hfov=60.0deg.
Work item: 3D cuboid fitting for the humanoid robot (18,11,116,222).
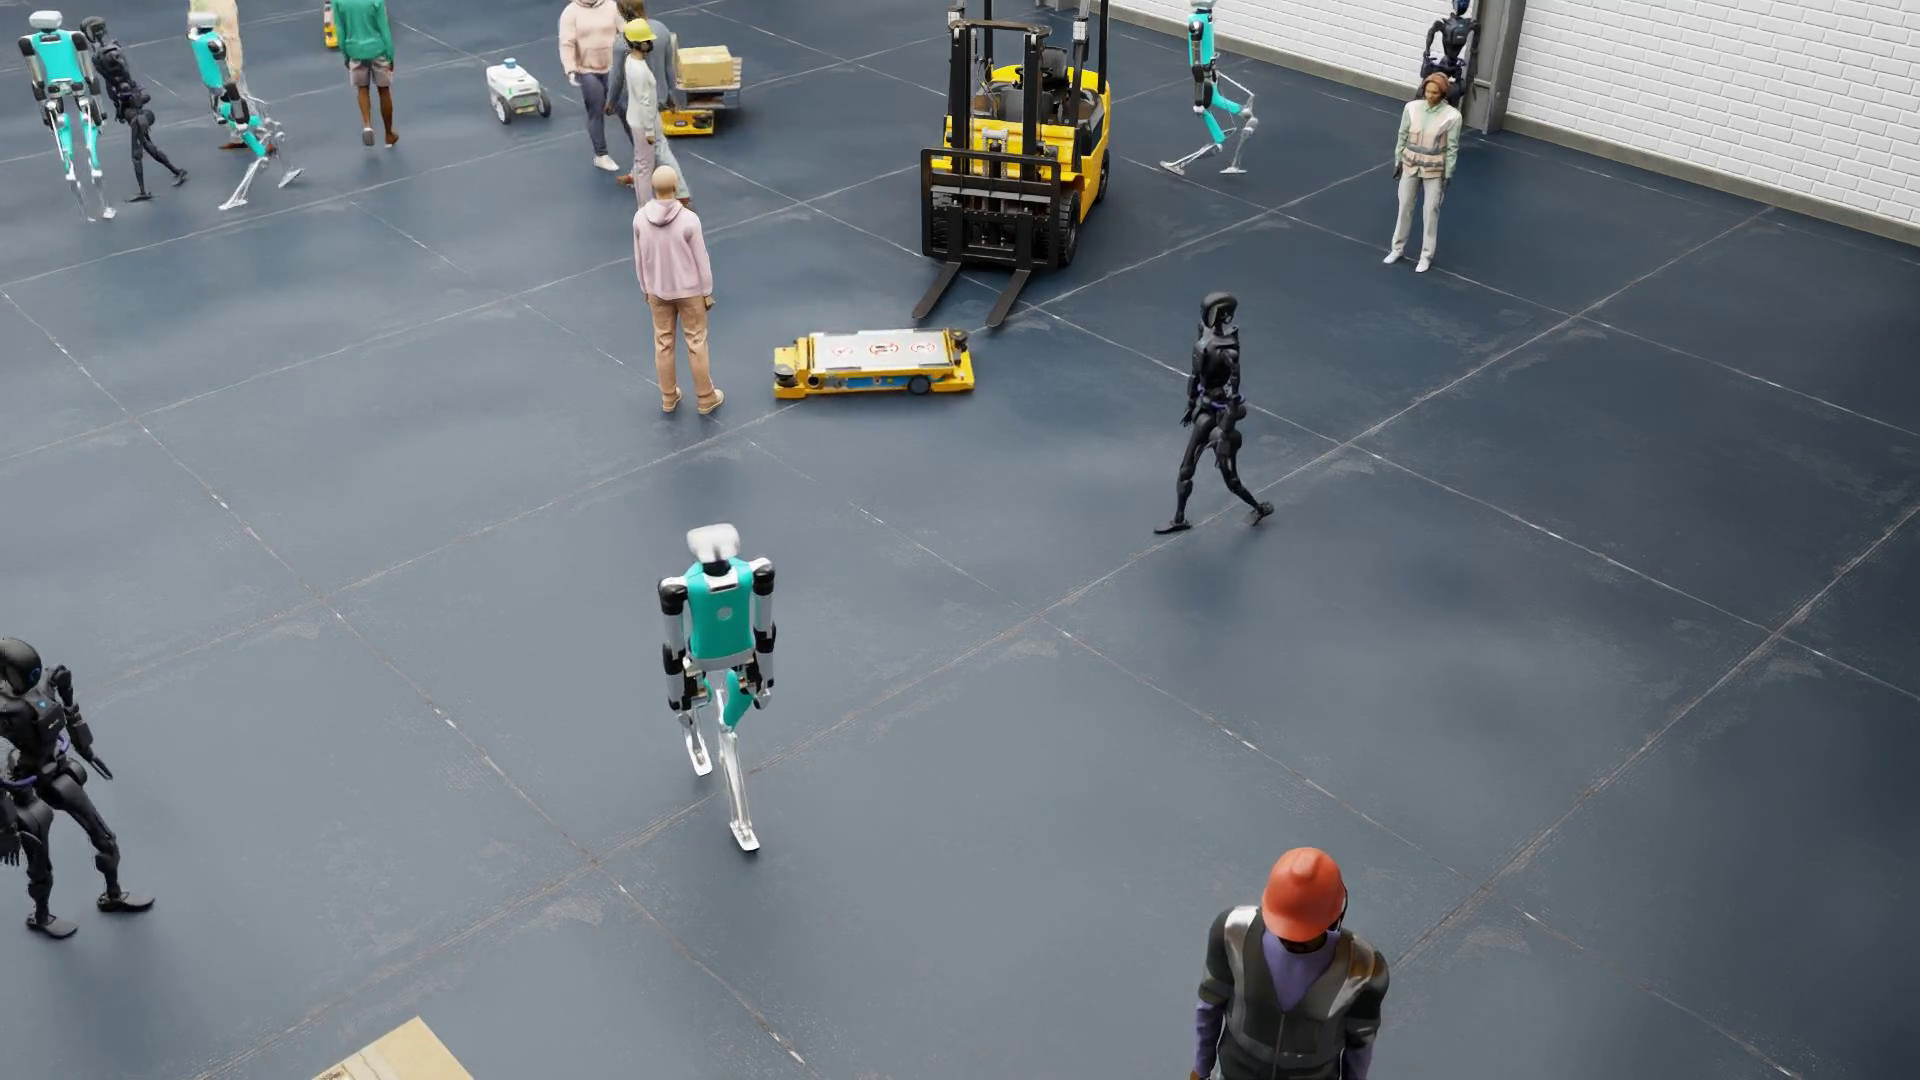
[{"bbox_3d":[-7.661,-3.576,14.346,0.545,1.805,0.745,-9,34,-14],"label":"humanoid robot"}]

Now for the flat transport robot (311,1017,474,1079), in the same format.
[{"bbox_3d":[-2.202,2.739,5.963,0.659,0.231,1.431,-28,42,-36],"label":"flat transport robot"}]

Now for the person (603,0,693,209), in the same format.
[{"bbox_3d":[-2.774,-3.885,14.682,0.987,1.888,0.634,16,36,23],"label":"person"}]

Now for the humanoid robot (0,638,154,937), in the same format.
[{"bbox_3d":[-4.020,1.064,7.264,0.493,1.622,0.610,8,34,12],"label":"humanoid robot"}]

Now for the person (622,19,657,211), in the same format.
[{"bbox_3d":[-2.703,-3.597,14.328,0.328,1.768,0.525,-9,34,-14],"label":"person"}]

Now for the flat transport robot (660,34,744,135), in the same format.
[{"bbox_3d":[-2.824,-4.459,17.027,0.659,0.231,1.431,-2,33,-4],"label":"flat transport robot"}]

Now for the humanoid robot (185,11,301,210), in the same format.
[{"bbox_3d":[-6.307,-3.871,14.845,0.549,1.776,1.026,27,42,35],"label":"humanoid robot"}]

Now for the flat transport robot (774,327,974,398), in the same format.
[{"bbox_3d":[-0.638,-1.292,12.159,1.431,0.231,0.659,-3,33,-4],"label":"flat transport robot"}]

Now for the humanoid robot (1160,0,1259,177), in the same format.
[{"bbox_3d":[2.370,-4.049,15.061,1.017,1.736,0.535,9,34,14],"label":"humanoid robot"}]

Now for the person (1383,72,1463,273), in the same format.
[{"bbox_3d":[3.771,-2.993,13.524,0.519,1.632,0.313,23,39,31],"label":"person"}]

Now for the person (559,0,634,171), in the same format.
[{"bbox_3d":[-3.271,-4.327,15.397,0.791,1.827,0.624,-9,34,-14],"label":"person"}]

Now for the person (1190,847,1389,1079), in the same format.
[{"bbox_3d":[1.089,1.843,5.718,0.606,2.044,0.371,11,35,16],"label":"person"}]

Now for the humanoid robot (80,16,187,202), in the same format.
[{"bbox_3d":[-7.409,-3.901,14.923,0.611,1.612,0.684,26,41,34],"label":"humanoid robot"}]

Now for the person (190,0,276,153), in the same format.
[{"bbox_3d":[-6.960,-4.570,15.762,0.672,1.853,0.377,20,38,28],"label":"person"}]

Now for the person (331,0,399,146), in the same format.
[{"bbox_3d":[-5.640,-4.634,15.856,0.519,1.837,0.479,-4,33,-6],"label":"person"}]

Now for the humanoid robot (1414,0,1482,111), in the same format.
[{"bbox_3d":[4.513,-4.328,15.541,0.583,1.637,0.589,-6,34,-9],"label":"humanoid robot"}]

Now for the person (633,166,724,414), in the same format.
[{"bbox_3d":[-1.945,-1.687,11.376,0.525,1.784,0.404,6,33,9],"label":"person"}]

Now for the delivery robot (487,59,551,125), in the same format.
[{"bbox_3d":[-4.544,-4.589,16.978,0.499,0.609,0.805,-19,38,-26],"label":"delivery robot"}]

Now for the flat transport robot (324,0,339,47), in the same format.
[{"bbox_3d":[-7.102,-6.089,19.531,0.659,0.231,1.431,-9,34,-14],"label":"flat transport robot"}]

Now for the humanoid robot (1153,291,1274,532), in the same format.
[{"bbox_3d":[1.602,-0.752,10.096,0.768,1.646,0.601,-10,34,-15],"label":"humanoid robot"}]

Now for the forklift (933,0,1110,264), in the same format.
[{"bbox_3d":[0.570,-3.725,14.138,1.214,2.155,2.313,9,34,13],"label":"forklift"}]

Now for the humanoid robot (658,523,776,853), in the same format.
[{"bbox_3d":[-1.204,0.579,7.980,0.540,1.765,1.029,-14,35,-20],"label":"humanoid robot"}]
